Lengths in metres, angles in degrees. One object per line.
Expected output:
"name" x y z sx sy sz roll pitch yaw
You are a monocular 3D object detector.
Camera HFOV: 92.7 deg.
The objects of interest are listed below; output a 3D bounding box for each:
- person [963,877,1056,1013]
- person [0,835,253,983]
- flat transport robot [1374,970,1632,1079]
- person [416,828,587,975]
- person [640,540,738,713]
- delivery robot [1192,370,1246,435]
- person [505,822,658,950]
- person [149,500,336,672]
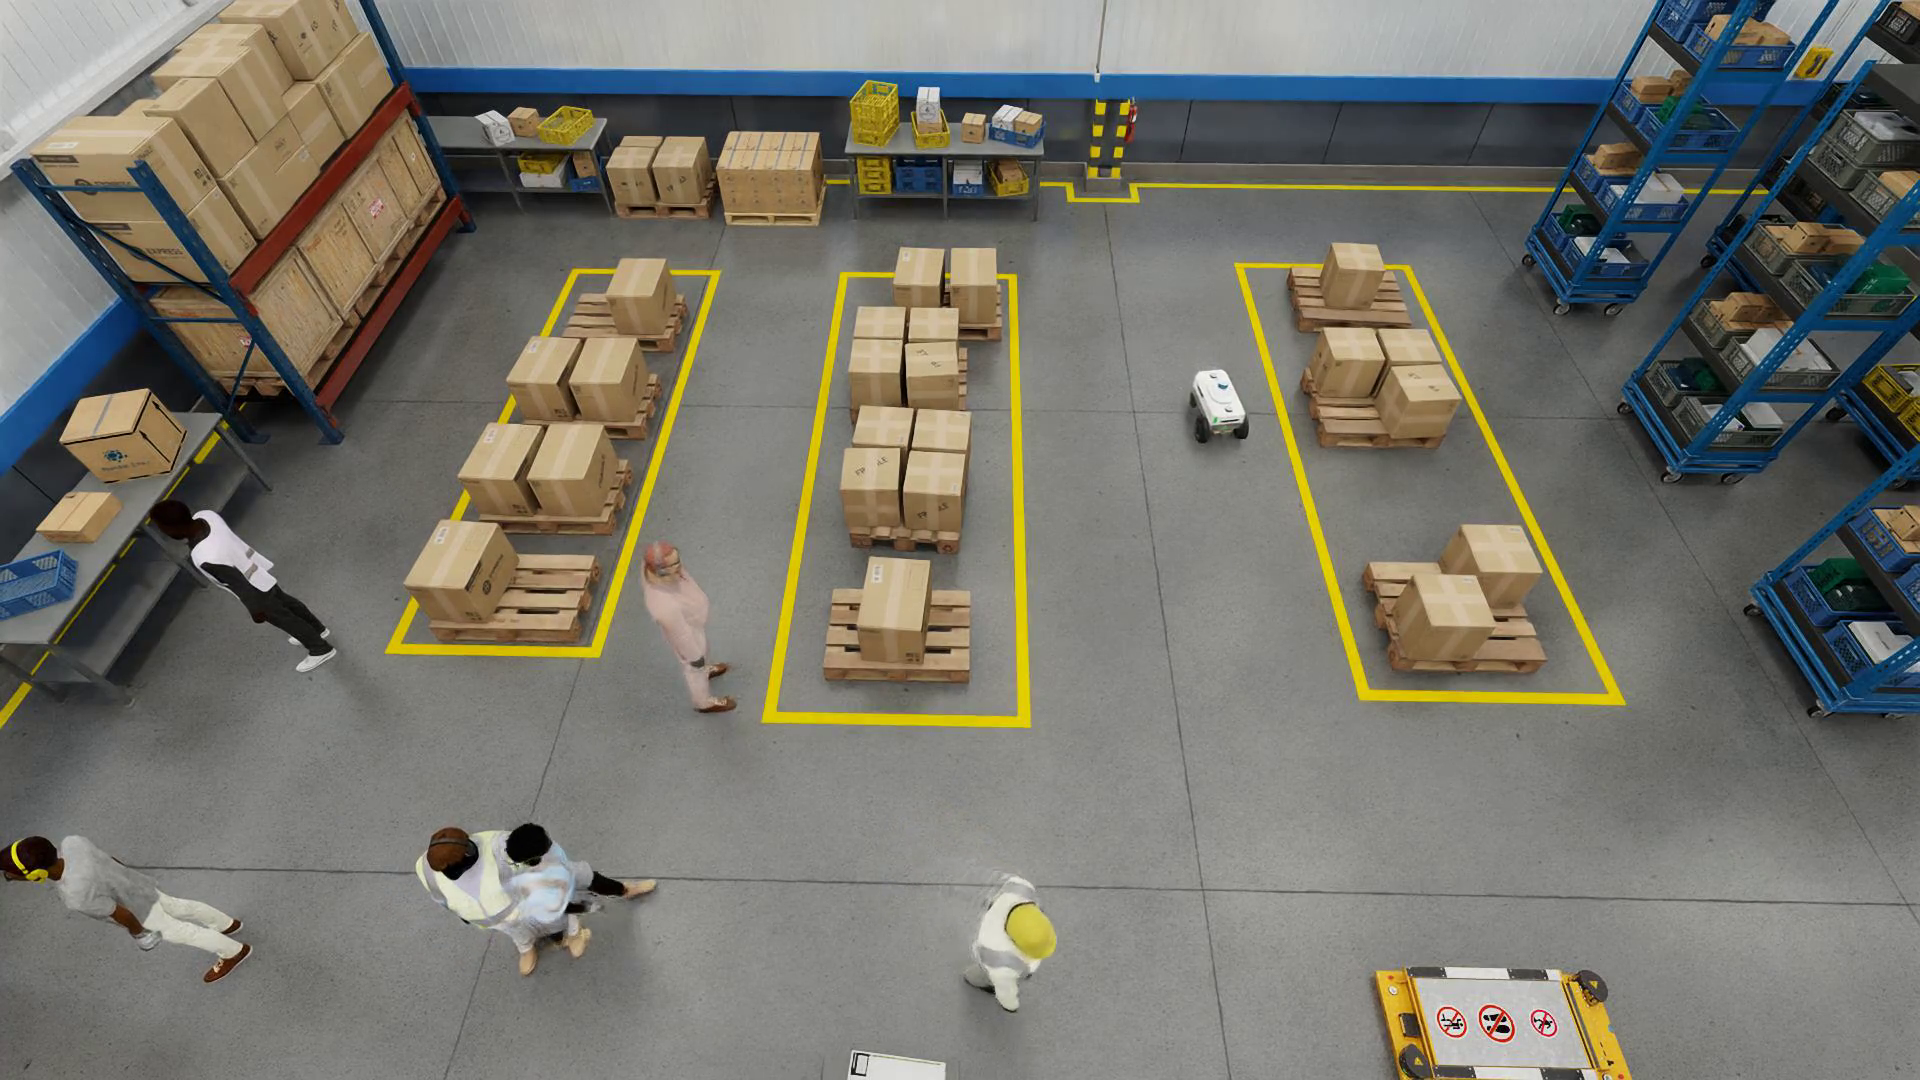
"person" 0.269 2.464 5.484 0.576 1.789 0.611 15 52 12
"person" -5.066 2.247 5.612 0.322 1.871 0.531 -32 58 -23
"flat transport robot" 3.501 3.133 5.914 1.431 0.197 0.652 1 51 1
"person" -2.806 2.215 5.657 0.626 1.844 0.429 -14 52 -11
"person" -2.044 0.647 6.895 0.403 1.904 0.651 -19 53 -15
"delivery robot" 2.654 -1.439 9.401 0.477 0.478 0.707 -6 51 -4
"person" -2.444 2.178 5.798 0.830 1.657 0.535 -14 52 -11
"person" -5.515 0.340 7.136 0.370 1.916 0.597 -27 56 -20
